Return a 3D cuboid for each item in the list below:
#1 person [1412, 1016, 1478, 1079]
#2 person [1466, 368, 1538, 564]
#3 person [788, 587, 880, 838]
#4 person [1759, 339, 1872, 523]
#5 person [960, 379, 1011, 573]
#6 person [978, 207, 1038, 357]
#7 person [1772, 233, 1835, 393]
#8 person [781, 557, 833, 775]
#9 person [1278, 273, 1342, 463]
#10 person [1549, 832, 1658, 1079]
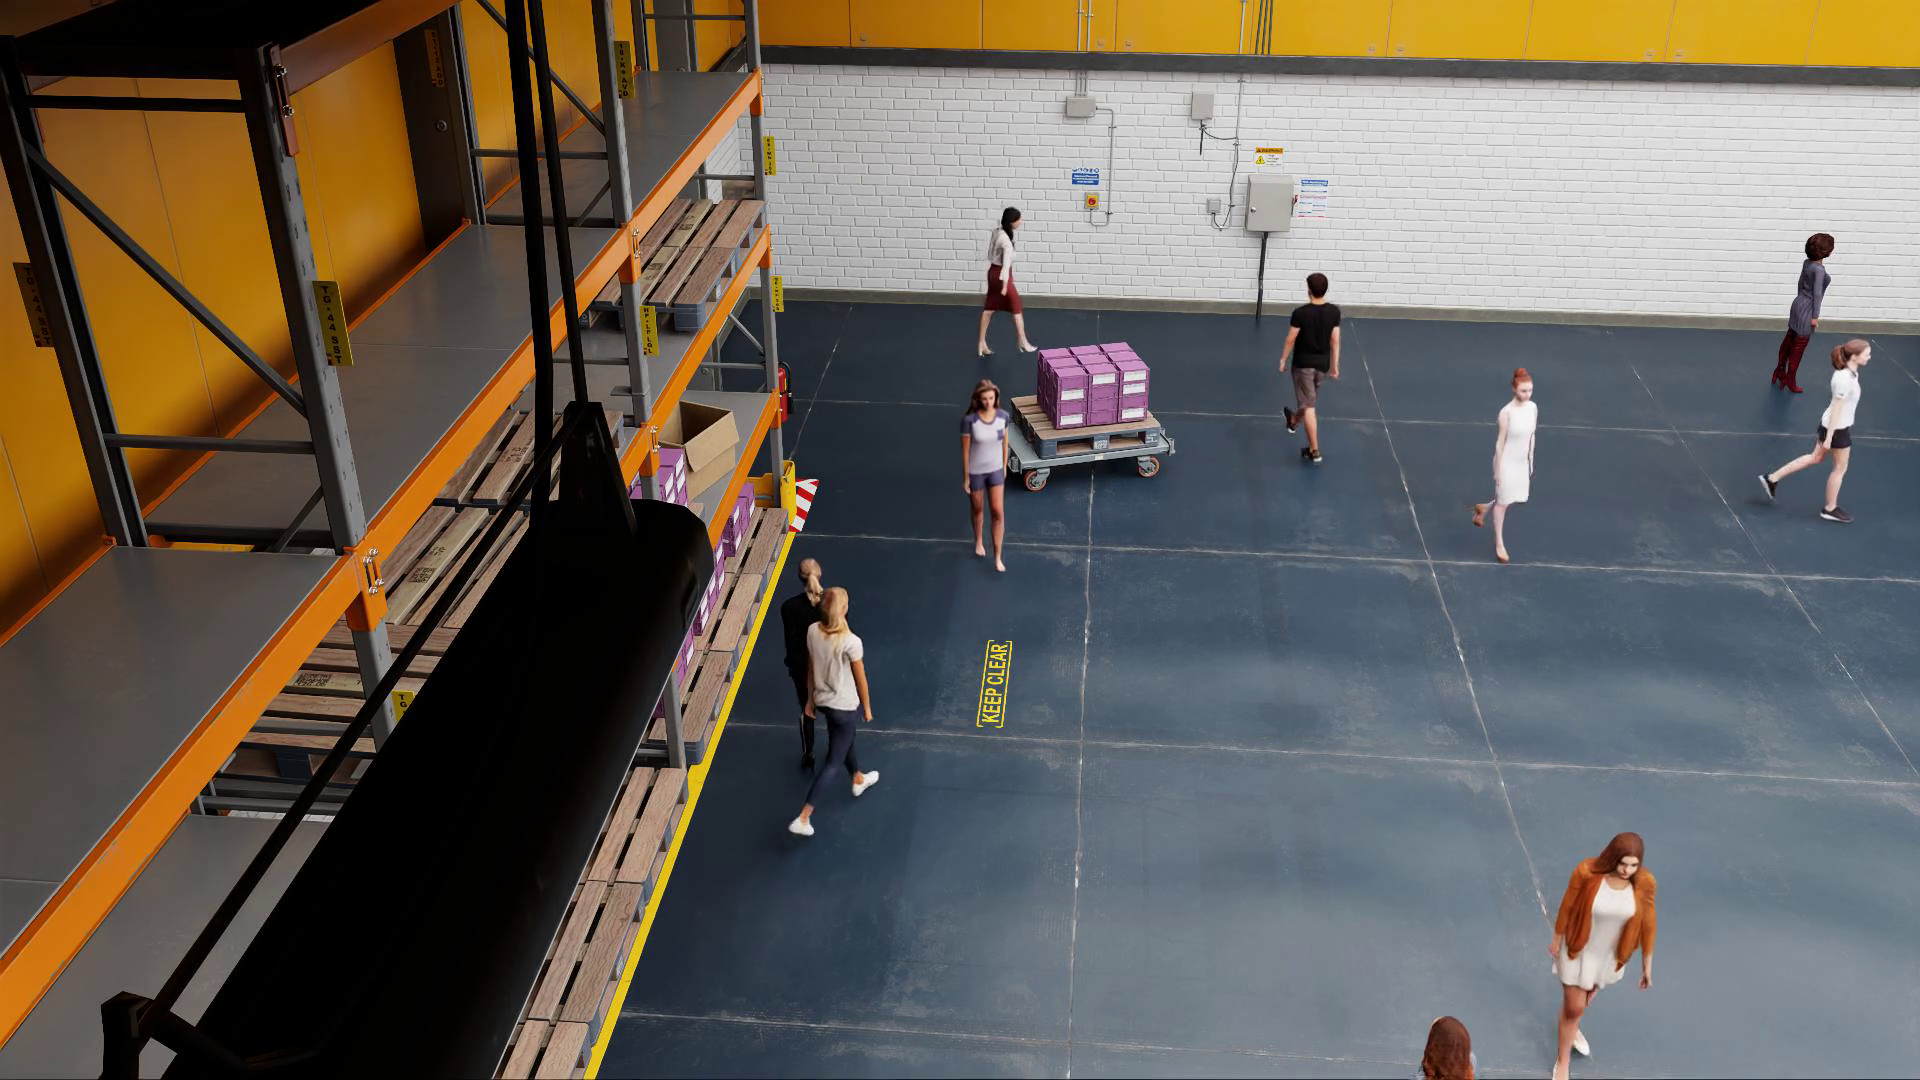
[{"bbox_3d":[2.355,2.935,8.130,0.837,1.455,0.977,-15,32,-25],"label":"person"},{"bbox_3d":[4.711,-0.668,14.391,0.801,1.785,0.903,-13,31,-23],"label":"person"},{"bbox_3d":[-0.883,1.169,11.040,1.032,1.769,1.231,22,36,35],"label":"person"},{"bbox_3d":[7.827,-1.012,15.081,0.855,1.729,1.068,11,31,20],"label":"person"},{"bbox_3d":[0.186,-0.623,14.395,0.716,1.702,0.903,-4,29,-7],"label":"person"},{"bbox_3d":[0.383,-2.829,18.426,0.872,1.715,0.928,-14,31,-23],"label":"person"},{"bbox_3d":[8.986,-2.429,17.698,0.641,1.711,0.453,1,29,3],"label":"person"},{"bbox_3d":[-1.009,0.882,11.632,0.667,1.707,0.639,-6,29,-10],"label":"person"},{"bbox_3d":[3.440,-1.641,16.145,0.948,1.814,1.308,-7,29,-12],"label":"person"},{"bbox_3d":[3.510,2.196,9.242,0.658,1.688,0.822,1,29,2],"label":"person"}]
